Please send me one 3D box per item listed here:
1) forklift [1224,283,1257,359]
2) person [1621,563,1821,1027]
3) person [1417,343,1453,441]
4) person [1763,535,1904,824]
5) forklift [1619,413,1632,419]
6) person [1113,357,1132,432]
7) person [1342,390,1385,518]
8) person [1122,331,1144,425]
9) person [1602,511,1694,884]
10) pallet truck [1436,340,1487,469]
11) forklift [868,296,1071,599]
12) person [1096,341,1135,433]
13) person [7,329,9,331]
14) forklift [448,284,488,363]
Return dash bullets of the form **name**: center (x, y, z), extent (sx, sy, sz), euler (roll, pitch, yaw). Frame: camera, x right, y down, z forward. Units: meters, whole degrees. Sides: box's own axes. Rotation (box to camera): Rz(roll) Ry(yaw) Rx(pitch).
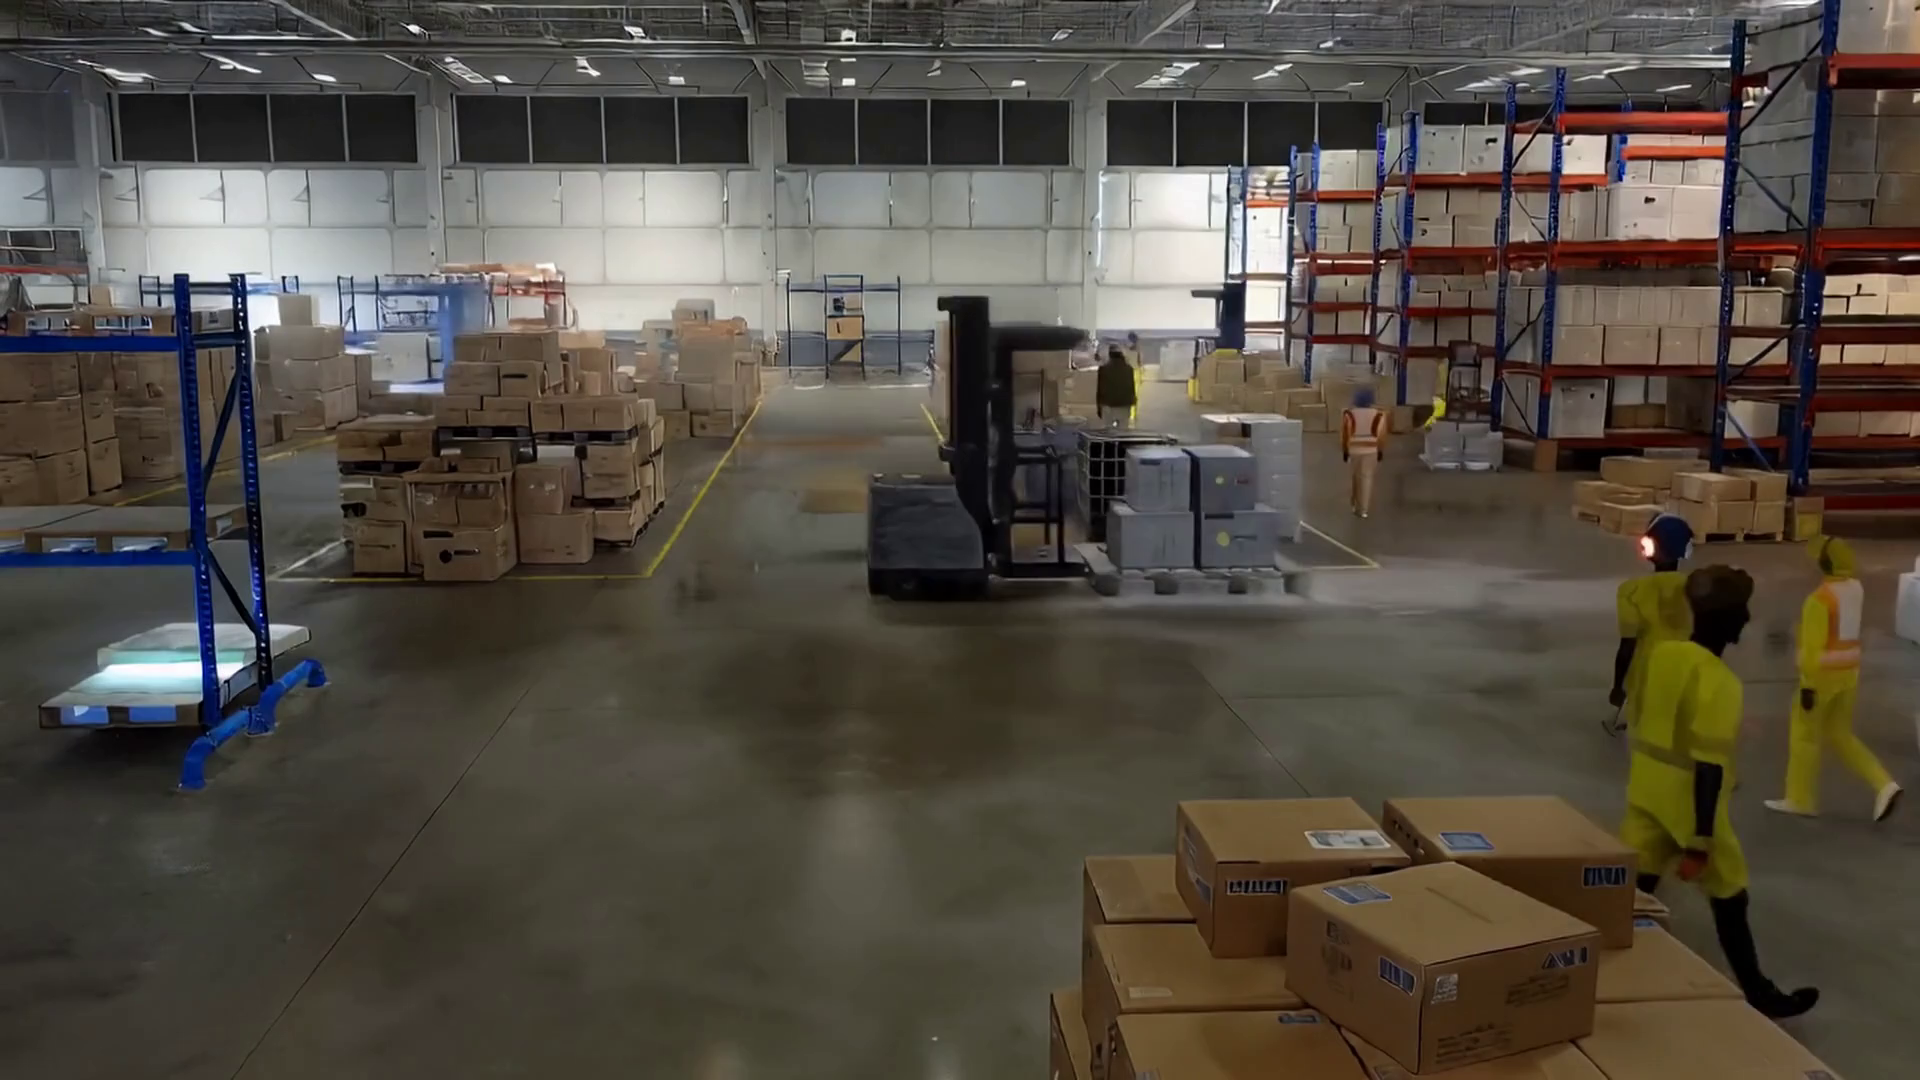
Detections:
- **forklift**: center (7.022, -5.186, 42.591), extent (1.873, 2.768, 1.129), euler (-1, 9, -4)
- **person**: center (2.926, 1.029, 6.595), extent (1.002, 1.912, 0.623), euler (-1, 9, -8)
- **person**: center (8.445, -2.571, 29.461), extent (0.608, 1.830, 0.640), euler (-1, 9, -3)
- **person**: center (4.816, 0.776, 9.113), extent (0.533, 1.613, 0.628), euler (-5, 11, -30)
- **forklift**: center (13.355, -4.022, 35.286), extent (1.129, 2.768, 1.873), euler (-1, 9, -4)
- **person**: center (2.659, -2.236, 27.774), extent (0.537, 1.695, 0.320), euler (-5, 10, -29)
- **person**: center (5.072, -1.092, 20.931), extent (0.511, 1.588, 0.903), euler (2, 9, 14)
- **person**: center (3.399, -3.254, 33.521), extent (0.610, 1.904, 0.632), euler (2, 9, 10)
- **person**: center (3.454, 0.788, 8.243), extent (0.512, 1.873, 0.329), euler (-1, 9, -3)
- **pallet truck**: center (8.004, -2.170, 26.422), extent (0.823, 1.965, 1.885), euler (2, 9, 14)
- **forklift**: center (0.063, -0.908, 15.731), extent (1.873, 2.768, 1.129), euler (-1, 9, -4)
- **person**: center (2.440, -2.127, 26.159), extent (0.609, 1.995, 0.378), euler (-1, 9, -8)
- **person**: center (-24.329, -4.607, 42.737), extent (0.545, 1.672, 0.638), euler (8, 12, 42)
- **forklift**: center (-11.241, -4.489, 38.218), extent (1.873, 2.768, 1.129), euler (5, 10, 29)
